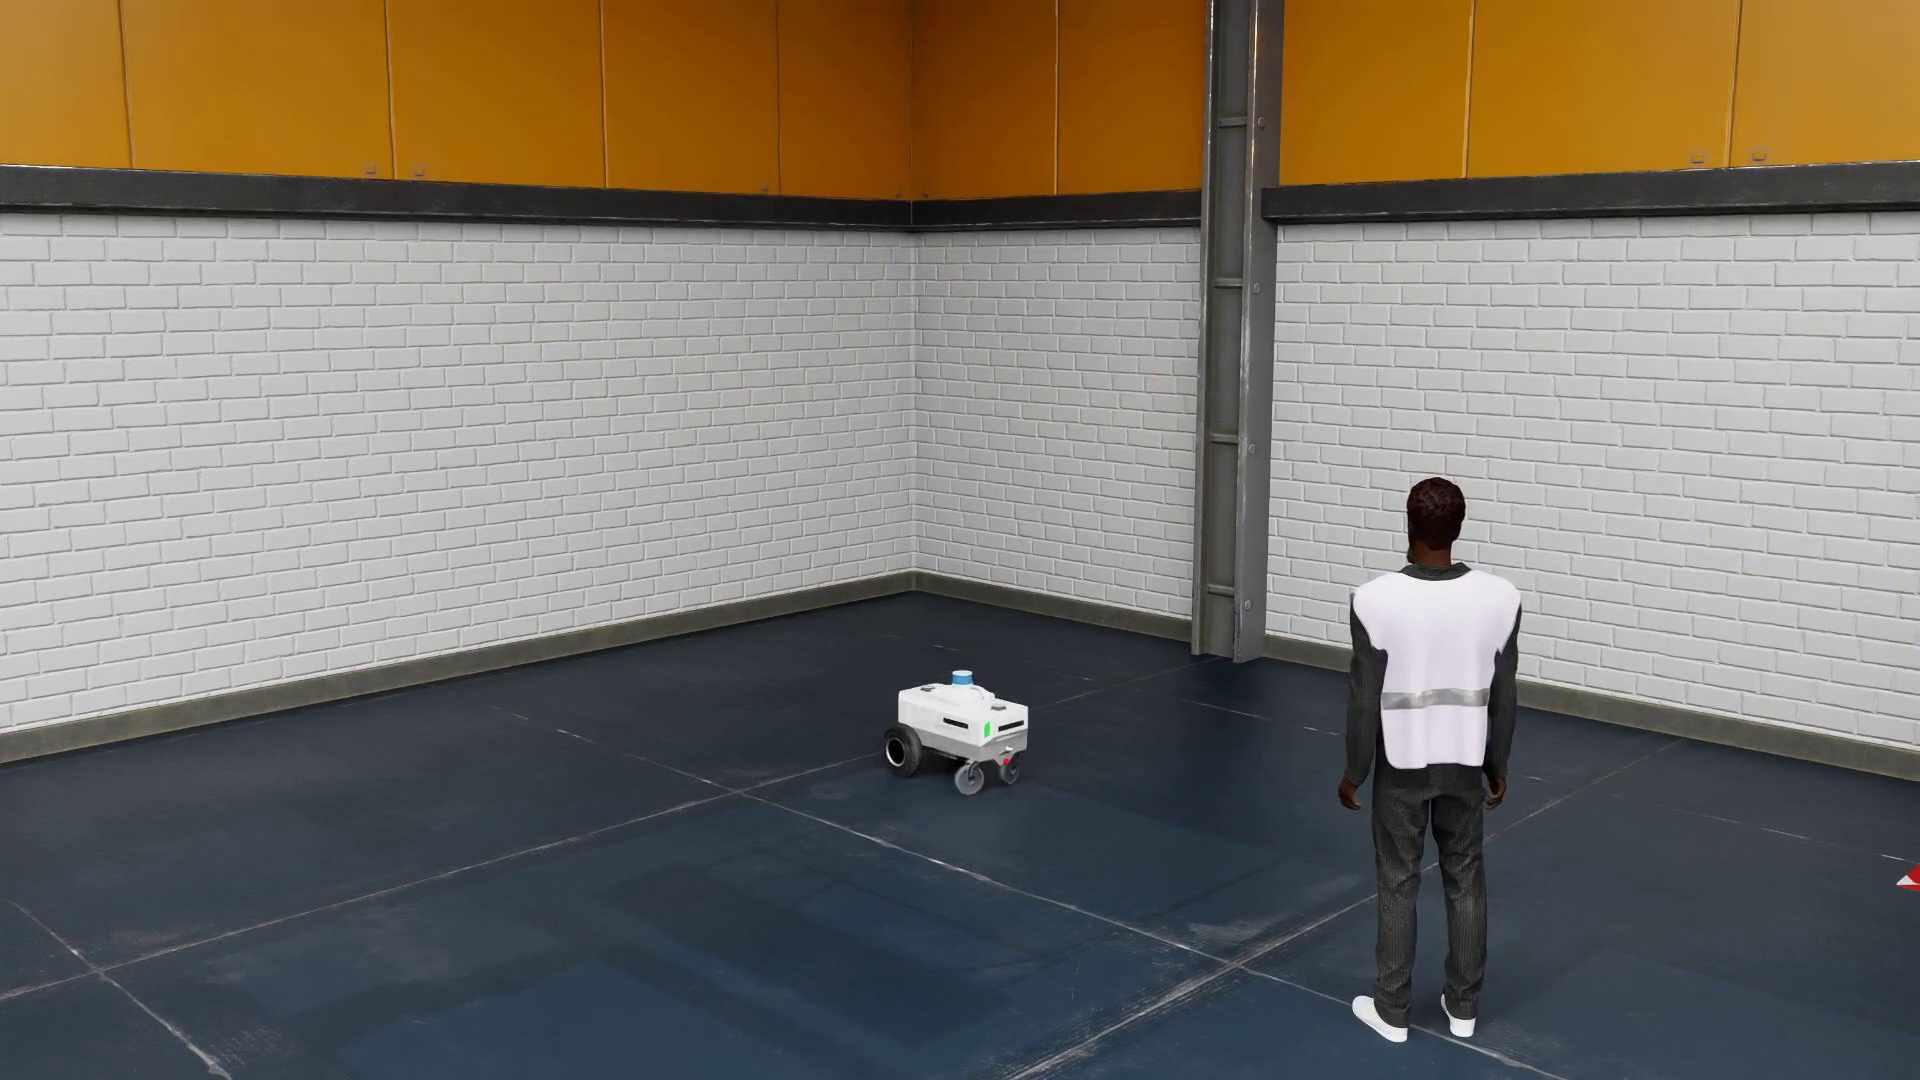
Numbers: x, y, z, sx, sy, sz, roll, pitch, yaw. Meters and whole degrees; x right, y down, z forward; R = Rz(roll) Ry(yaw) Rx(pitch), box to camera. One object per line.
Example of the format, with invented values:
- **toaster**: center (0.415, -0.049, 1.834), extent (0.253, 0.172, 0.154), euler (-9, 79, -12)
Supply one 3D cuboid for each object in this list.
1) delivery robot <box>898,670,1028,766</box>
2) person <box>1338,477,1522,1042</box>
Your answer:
- **delivery robot**: center (0.013, 0.910, 8.491), extent (0.477, 0.478, 0.707), euler (-9, 13, -43)
- **person**: center (1.577, 0.747, 5.603), extent (0.588, 1.920, 0.390), euler (-1, 9, -5)
